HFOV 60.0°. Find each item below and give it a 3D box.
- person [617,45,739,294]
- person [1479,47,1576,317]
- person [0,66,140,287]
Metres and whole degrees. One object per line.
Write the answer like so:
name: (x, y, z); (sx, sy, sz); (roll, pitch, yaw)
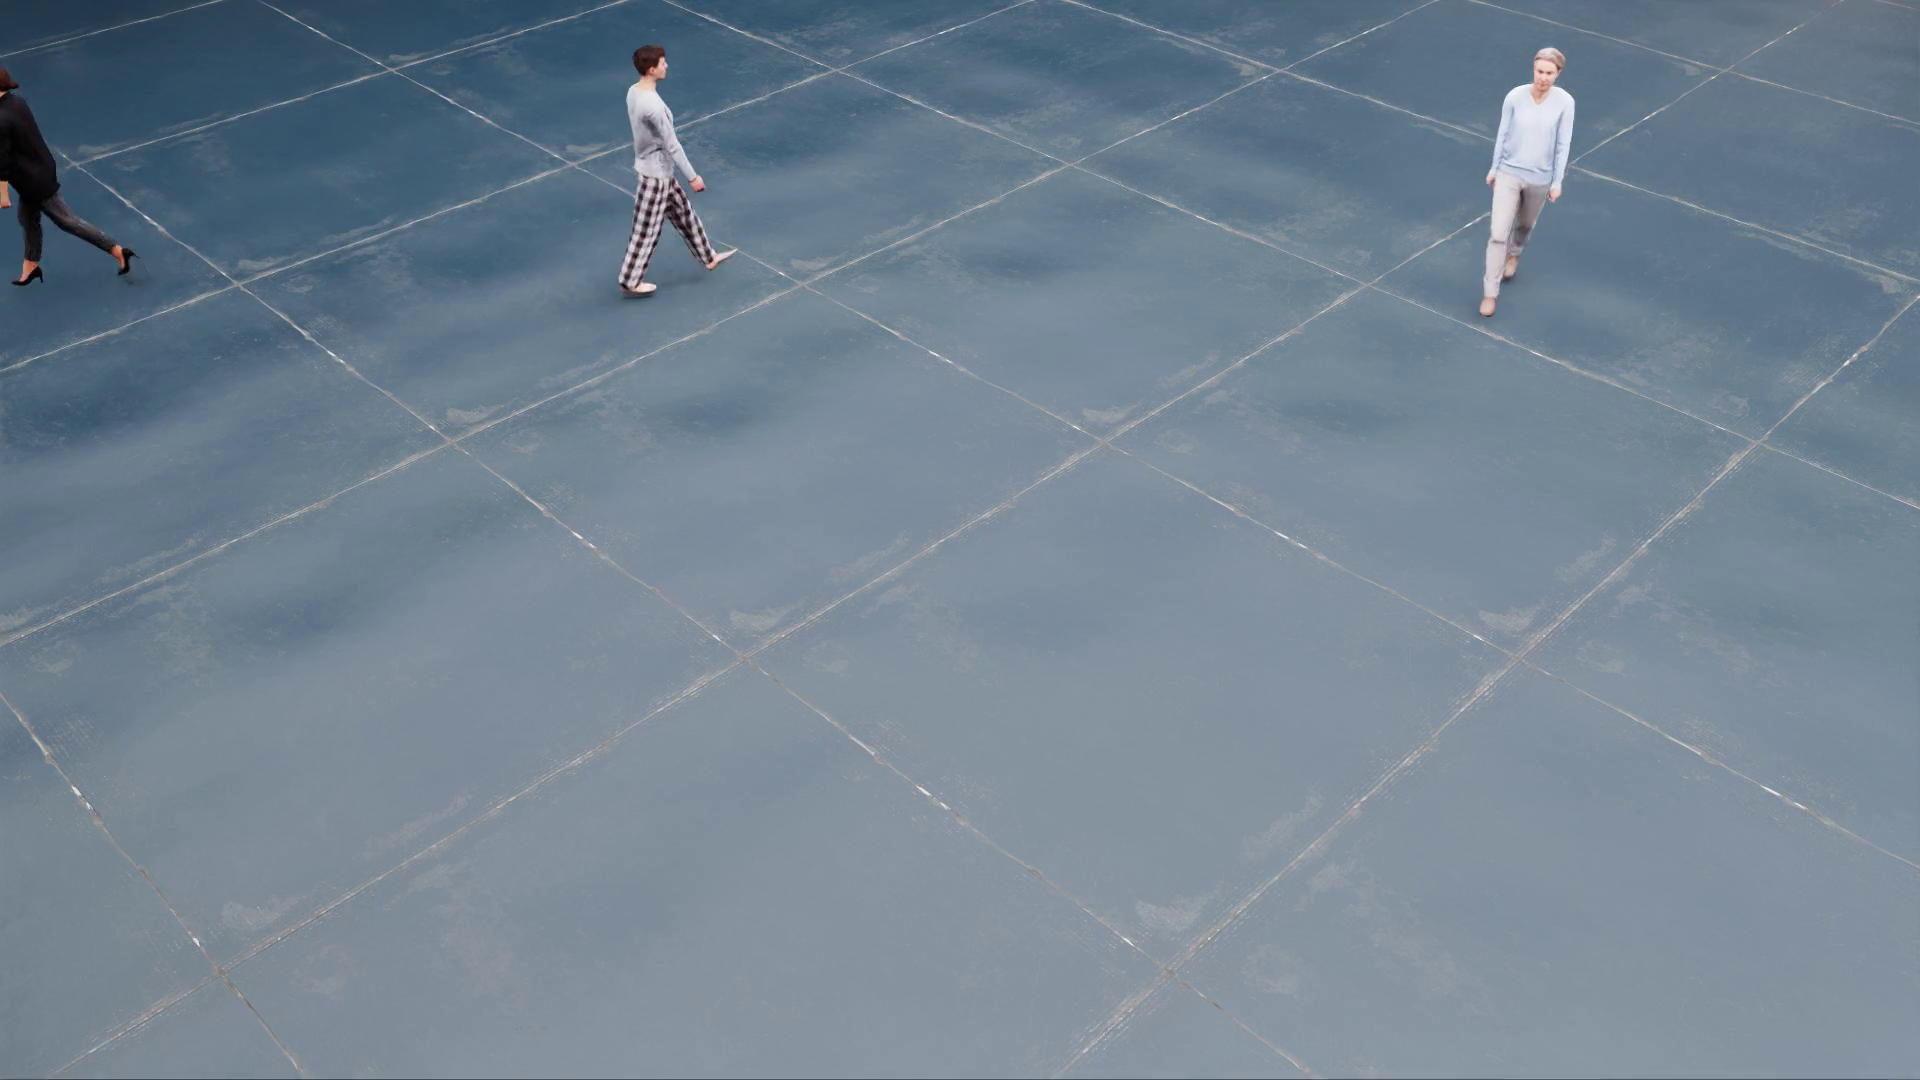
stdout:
person: (-2.261, -2.574, 11.864); (1.258, 1.801, 0.962); (-13, 39, -16)
person: (4.034, -2.601, 11.859); (1.047, 1.850, 1.327); (12, 39, 15)
person: (-6.549, -2.570, 11.967); (1.265, 1.670, 1.087); (-7, 38, -8)
